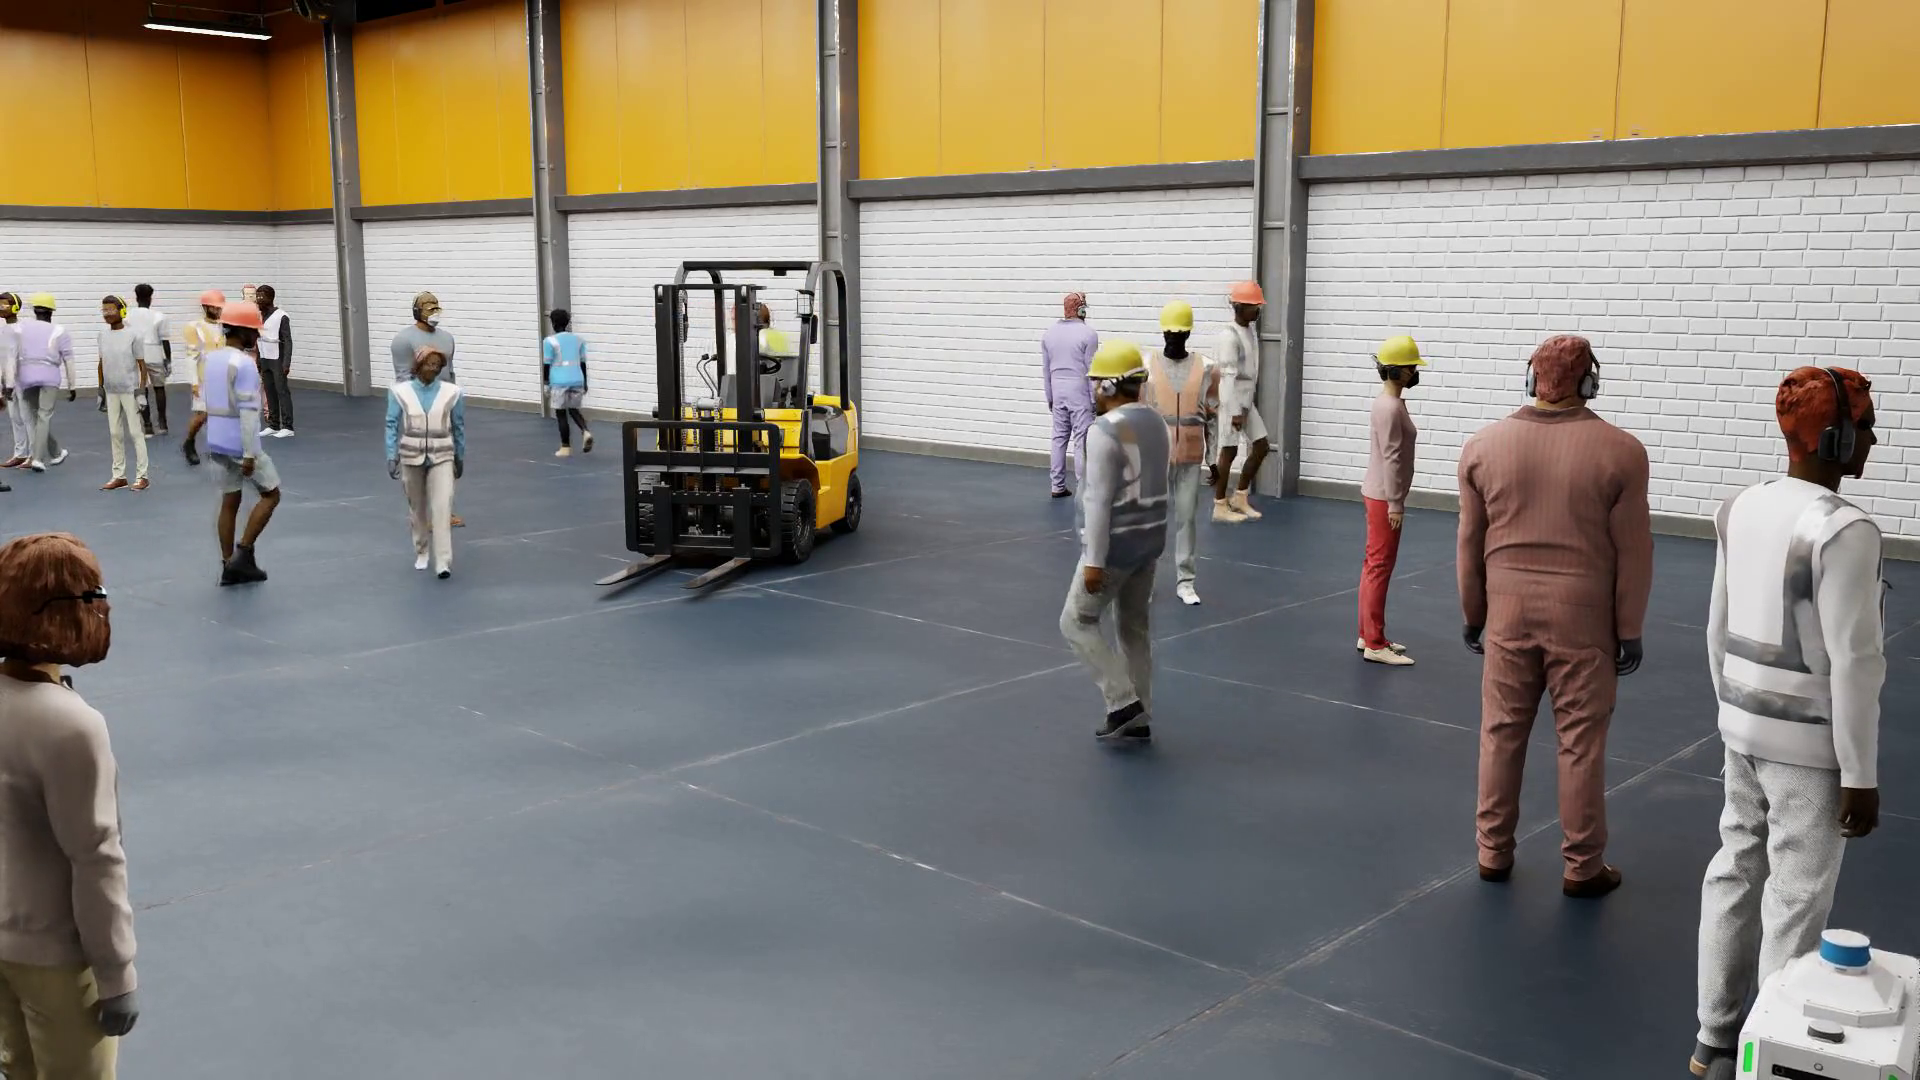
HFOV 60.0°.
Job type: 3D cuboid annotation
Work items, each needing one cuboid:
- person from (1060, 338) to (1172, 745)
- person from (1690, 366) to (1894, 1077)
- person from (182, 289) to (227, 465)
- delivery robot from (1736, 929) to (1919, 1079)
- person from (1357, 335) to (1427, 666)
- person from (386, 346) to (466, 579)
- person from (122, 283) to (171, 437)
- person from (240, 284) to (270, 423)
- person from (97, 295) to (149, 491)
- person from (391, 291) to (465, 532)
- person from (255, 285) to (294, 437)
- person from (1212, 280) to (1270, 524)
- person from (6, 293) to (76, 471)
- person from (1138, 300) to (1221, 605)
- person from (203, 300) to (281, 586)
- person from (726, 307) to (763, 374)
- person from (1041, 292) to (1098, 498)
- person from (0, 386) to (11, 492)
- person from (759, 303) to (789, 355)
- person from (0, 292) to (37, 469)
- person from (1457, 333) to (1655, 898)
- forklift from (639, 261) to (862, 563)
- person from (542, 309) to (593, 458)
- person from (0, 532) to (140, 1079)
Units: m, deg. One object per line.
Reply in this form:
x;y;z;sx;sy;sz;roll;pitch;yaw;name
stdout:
0.702;0.024;7.353;0.426;1.813;0.618;7;12;36;person
2.089;0.511;4.163;0.355;1.883;0.573;-1;9;-8;person
-7.984;-1.717;17.726;0.826;1.914;0.572;7;12;37;person
2.072;1.165;3.929;0.477;0.478;0.707;6;11;34;delivery robot
2.331;-0.218;8.992;0.314;1.769;0.524;1;9;9;person
-3.679;-0.539;11.492;0.521;1.587;0.843;-3;10;-16;person
-10.322;-2.278;21.113;0.609;1.933;0.747;-4;10;-21;person
-9.690;-2.542;22.799;0.642;1.912;0.408;-4;10;-24;person
-8.037;-1.402;15.935;0.514;1.872;0.328;1;9;8;person
-4.300;-1.040;13.497;0.359;1.938;0.635;4;10;26;person
-8.672;-2.258;21.031;0.597;1.916;0.370;5;11;30;person
2.334;-1.123;13.729;0.561;2.023;0.642;6;11;32;person
-9.712;-1.668;17.603;0.619;1.864;1.060;-1;9;-6;person
1.346;-0.538;10.467;0.593;1.923;0.382;0;9;-2;person
-4.824;-0.639;11.137;0.569;1.916;0.433;5;11;30;person
-1.905;-1.102;14.128;0.699;1.857;0.623;-9;13;-44;person
1.061;-1.319;15.313;0.639;1.908;0.409;8;12;41;person
-9.255;-1.394;15.669;0.373;1.939;0.545;4;10;22;person
-1.750;-1.195;14.811;0.455;1.821;0.645;5;10;26;person
-10.048;-1.690;17.692;0.514;1.874;0.328;5;11;30;person
2.019;0.255;5.665;0.638;1.907;0.408;6;11;35;person
-1.552;-1.040;12.721;1.214;2.155;2.313;2;9;11;forklift
-4.401;-1.749;18.651;0.456;1.680;0.537;8;13;42;person
-1.755;0.791;3.236;0.494;1.624;0.279;7;12;37;person
